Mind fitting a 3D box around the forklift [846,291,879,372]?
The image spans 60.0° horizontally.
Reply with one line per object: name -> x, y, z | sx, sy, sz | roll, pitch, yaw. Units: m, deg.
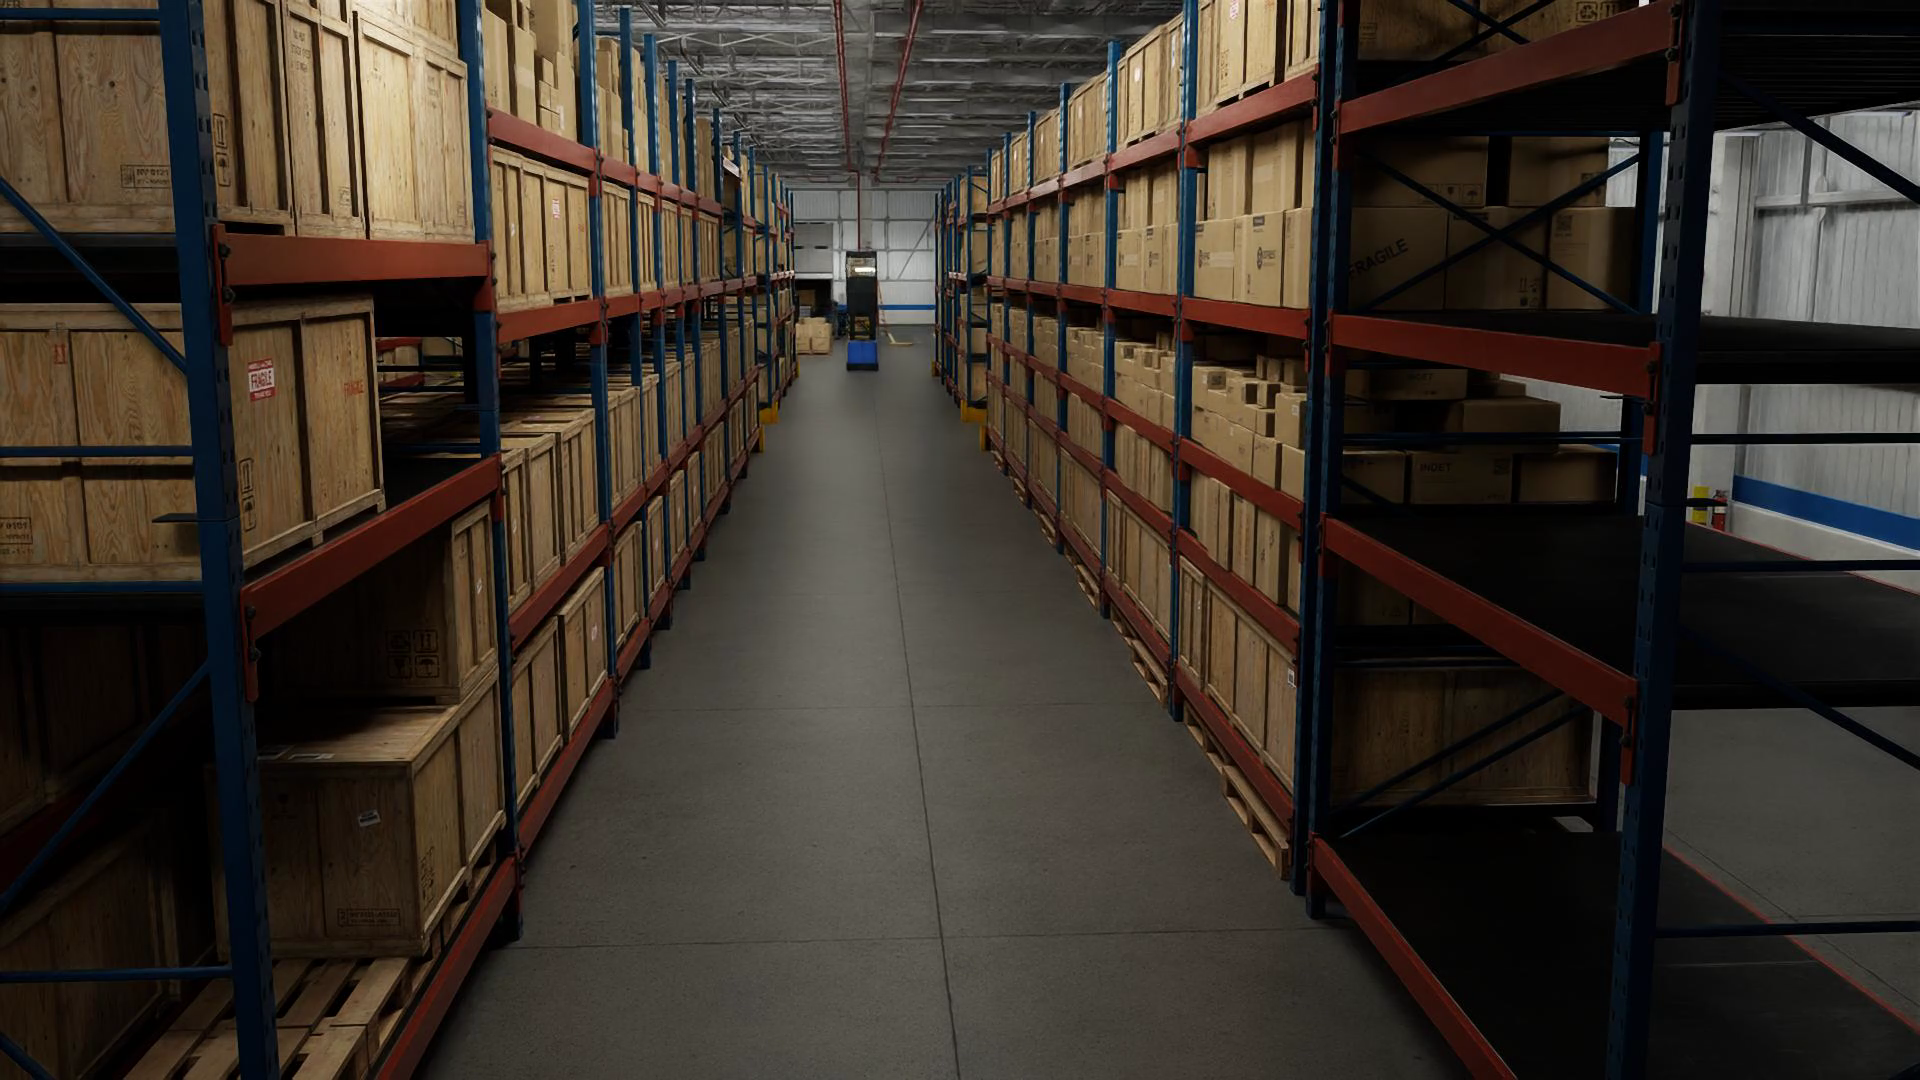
forklift -> -3.430, -7.332, 58.264 | 1.129, 2.768, 1.873 | -1, 10, -4

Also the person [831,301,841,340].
person -> -6.147, -10.823, 81.970 | 0.523, 1.926, 0.650 | 2, 10, 10

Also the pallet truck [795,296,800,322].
pallet truck -> -8.622, -12.439, 91.403 | 1.885, 1.965, 0.823 | 2, 10, 13

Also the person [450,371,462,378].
person -> -10.208, -2.647, 33.715 | 0.532, 1.727, 0.839 | -8, 13, -41
